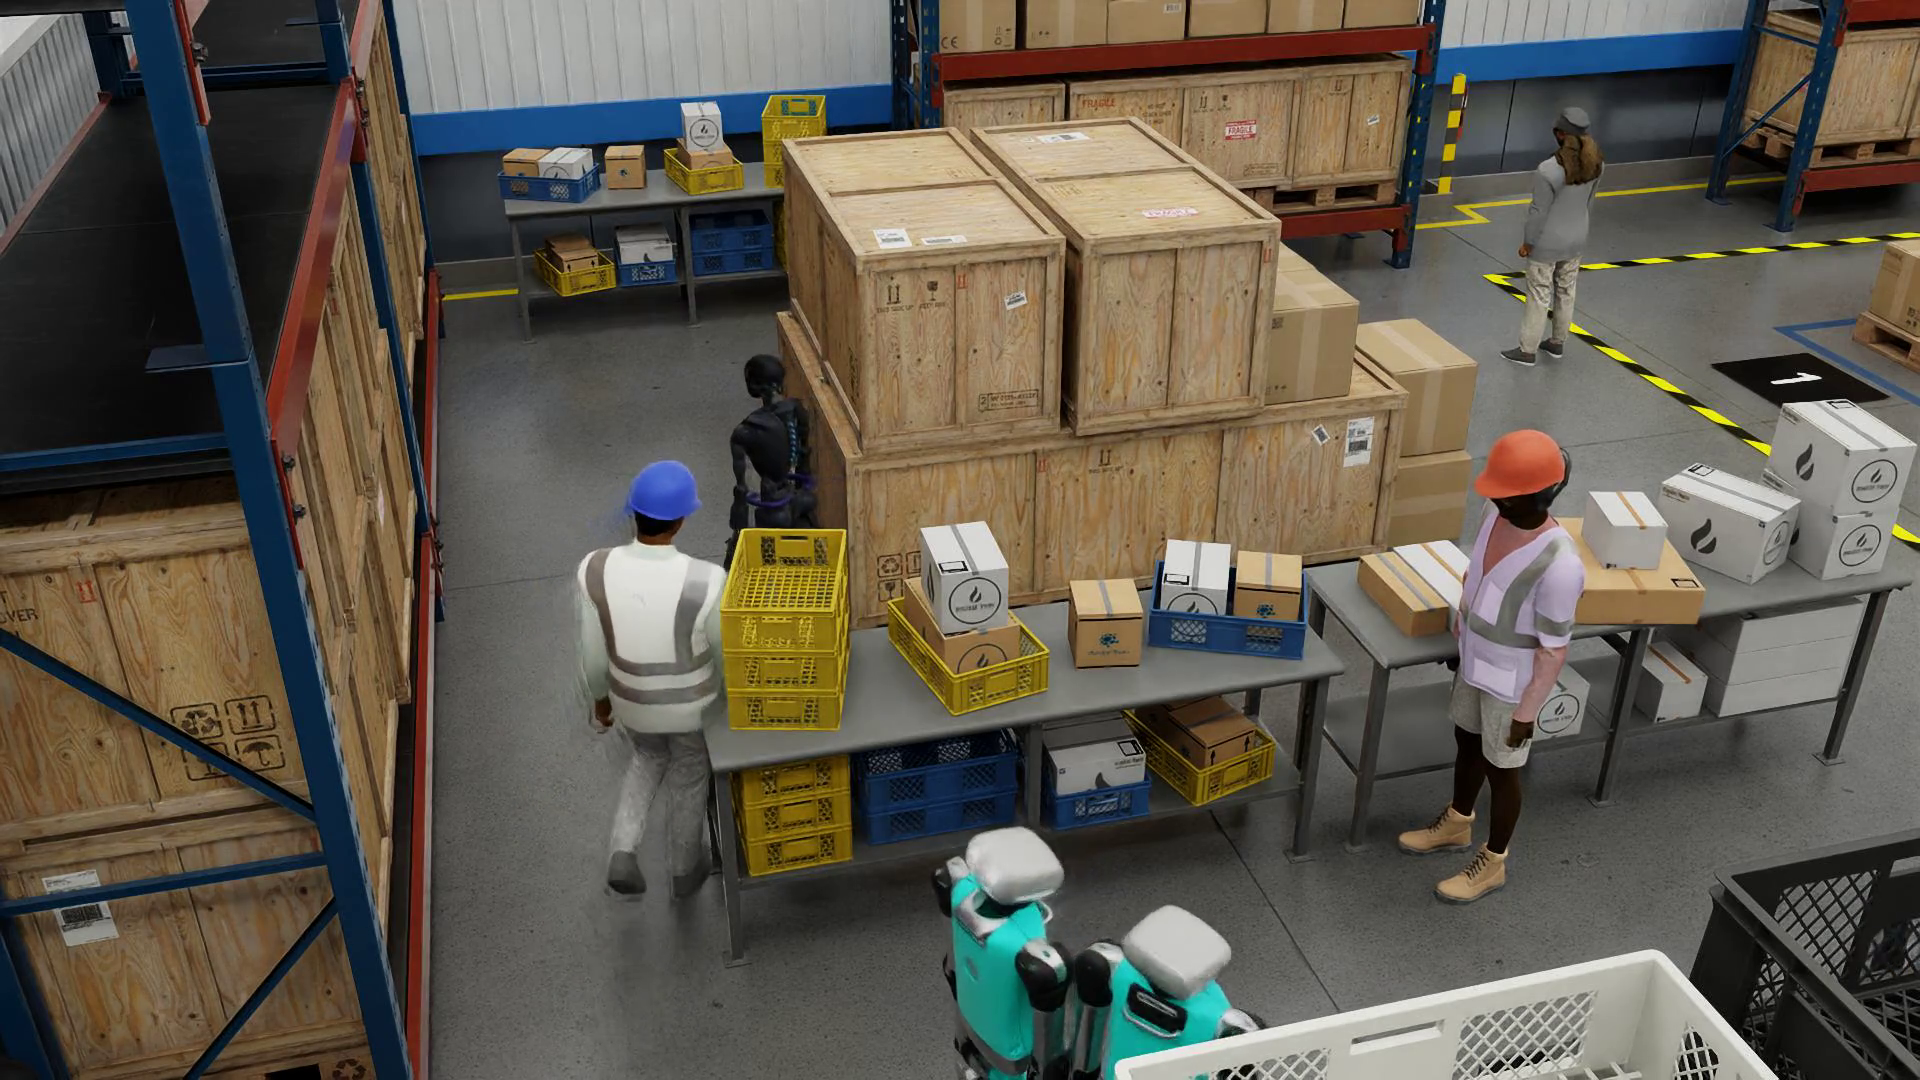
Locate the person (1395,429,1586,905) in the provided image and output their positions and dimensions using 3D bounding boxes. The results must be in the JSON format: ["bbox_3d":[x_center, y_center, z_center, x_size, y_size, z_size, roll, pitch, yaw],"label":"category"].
[{"bbox_3d":[2.041,0.498,6.385,0.385,2.036,0.604,-6,30,-12],"label":"person"}]

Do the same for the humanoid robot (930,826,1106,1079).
[{"bbox_3d":[0.290,1.495,4.815,0.678,1.741,0.530,-18,34,-29],"label":"humanoid robot"}]

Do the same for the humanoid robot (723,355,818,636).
[{"bbox_3d":[-0.899,-0.125,7.917,0.635,1.628,0.605,17,33,28],"label":"humanoid robot"}]

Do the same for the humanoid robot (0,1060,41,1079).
[{"bbox_3d":[-2.184,1.925,4.150,0.599,1.655,0.315,5,29,9],"label":"humanoid robot"}]

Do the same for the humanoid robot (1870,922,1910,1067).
[{"bbox_3d":[2.911,1.511,4.974,0.772,1.648,0.605,-13,31,-22],"label":"humanoid robot"}]

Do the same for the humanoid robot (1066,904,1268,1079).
[{"bbox_3d":[0.342,1.832,4.302,0.540,1.754,0.964,20,35,32],"label":"humanoid robot"}]

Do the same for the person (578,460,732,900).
[{"bbox_3d":[-1.124,0.597,6.320,0.614,1.918,0.499,7,30,12],"label":"person"}]

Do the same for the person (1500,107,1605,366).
[{"bbox_3d":[4.046,-2.043,11.268,0.560,1.769,0.398,-15,32,-25],"label":"person"}]
